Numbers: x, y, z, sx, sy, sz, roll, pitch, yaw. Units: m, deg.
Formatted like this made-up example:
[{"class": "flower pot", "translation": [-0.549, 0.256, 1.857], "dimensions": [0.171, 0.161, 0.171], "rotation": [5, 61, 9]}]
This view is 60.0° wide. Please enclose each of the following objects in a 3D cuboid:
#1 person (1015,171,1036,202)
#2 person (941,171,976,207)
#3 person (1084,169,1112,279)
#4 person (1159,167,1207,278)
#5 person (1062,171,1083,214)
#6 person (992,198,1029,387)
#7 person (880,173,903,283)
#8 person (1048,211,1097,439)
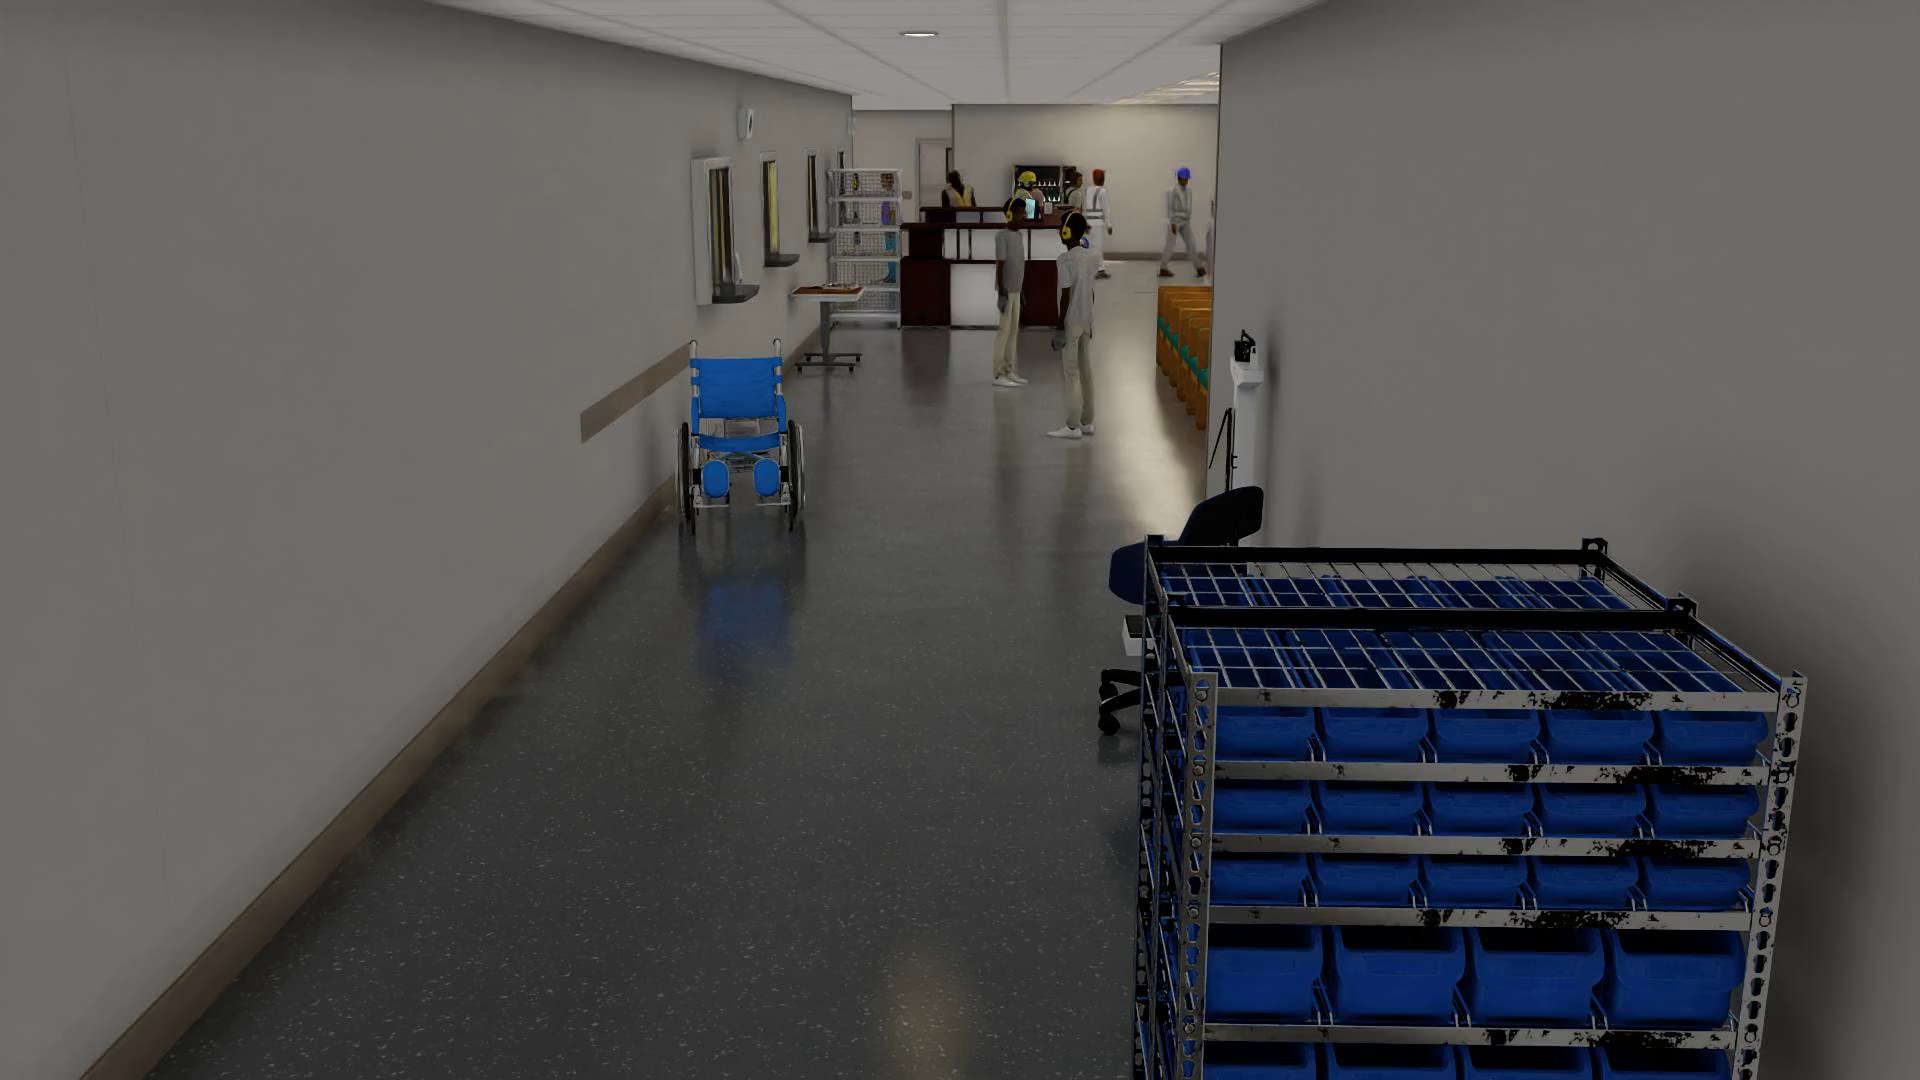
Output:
[{"class": "person", "translation": [1.126, -5.387, 28.526], "dimensions": [0.404, 1.829, 0.597], "rotation": [-2, 14, -8]}, {"class": "person", "translation": [-0.019, -5.771, 30.141], "dimensions": [0.681, 1.808, 0.444], "rotation": [-7, 15, -25]}, {"class": "person", "translation": [2.377, -5.413, 28.547], "dimensions": [0.533, 1.874, 0.608], "rotation": [-6, 15, -22]}, {"class": "person", "translation": [3.875, -5.491, 28.825], "dimensions": [0.639, 1.883, 0.977], "rotation": [-11, 18, -38]}, {"class": "person", "translation": [1.896, -5.254, 27.957], "dimensions": [0.326, 1.840, 0.517], "rotation": [-8, 16, -29]}, {"class": "person", "translation": [0.511, -2.469, 16.612], "dimensions": [0.311, 1.864, 0.533], "rotation": [7, 15, 25]}, {"class": "person", "translation": [-1.159, -5.211, 27.816], "dimensions": [0.419, 1.833, 0.562], "rotation": [-1, 14, -6]}, {"class": "person", "translation": [0.929, -1.770, 13.759], "dimensions": [0.335, 1.873, 0.521], "rotation": [11, 17, 37]}]
